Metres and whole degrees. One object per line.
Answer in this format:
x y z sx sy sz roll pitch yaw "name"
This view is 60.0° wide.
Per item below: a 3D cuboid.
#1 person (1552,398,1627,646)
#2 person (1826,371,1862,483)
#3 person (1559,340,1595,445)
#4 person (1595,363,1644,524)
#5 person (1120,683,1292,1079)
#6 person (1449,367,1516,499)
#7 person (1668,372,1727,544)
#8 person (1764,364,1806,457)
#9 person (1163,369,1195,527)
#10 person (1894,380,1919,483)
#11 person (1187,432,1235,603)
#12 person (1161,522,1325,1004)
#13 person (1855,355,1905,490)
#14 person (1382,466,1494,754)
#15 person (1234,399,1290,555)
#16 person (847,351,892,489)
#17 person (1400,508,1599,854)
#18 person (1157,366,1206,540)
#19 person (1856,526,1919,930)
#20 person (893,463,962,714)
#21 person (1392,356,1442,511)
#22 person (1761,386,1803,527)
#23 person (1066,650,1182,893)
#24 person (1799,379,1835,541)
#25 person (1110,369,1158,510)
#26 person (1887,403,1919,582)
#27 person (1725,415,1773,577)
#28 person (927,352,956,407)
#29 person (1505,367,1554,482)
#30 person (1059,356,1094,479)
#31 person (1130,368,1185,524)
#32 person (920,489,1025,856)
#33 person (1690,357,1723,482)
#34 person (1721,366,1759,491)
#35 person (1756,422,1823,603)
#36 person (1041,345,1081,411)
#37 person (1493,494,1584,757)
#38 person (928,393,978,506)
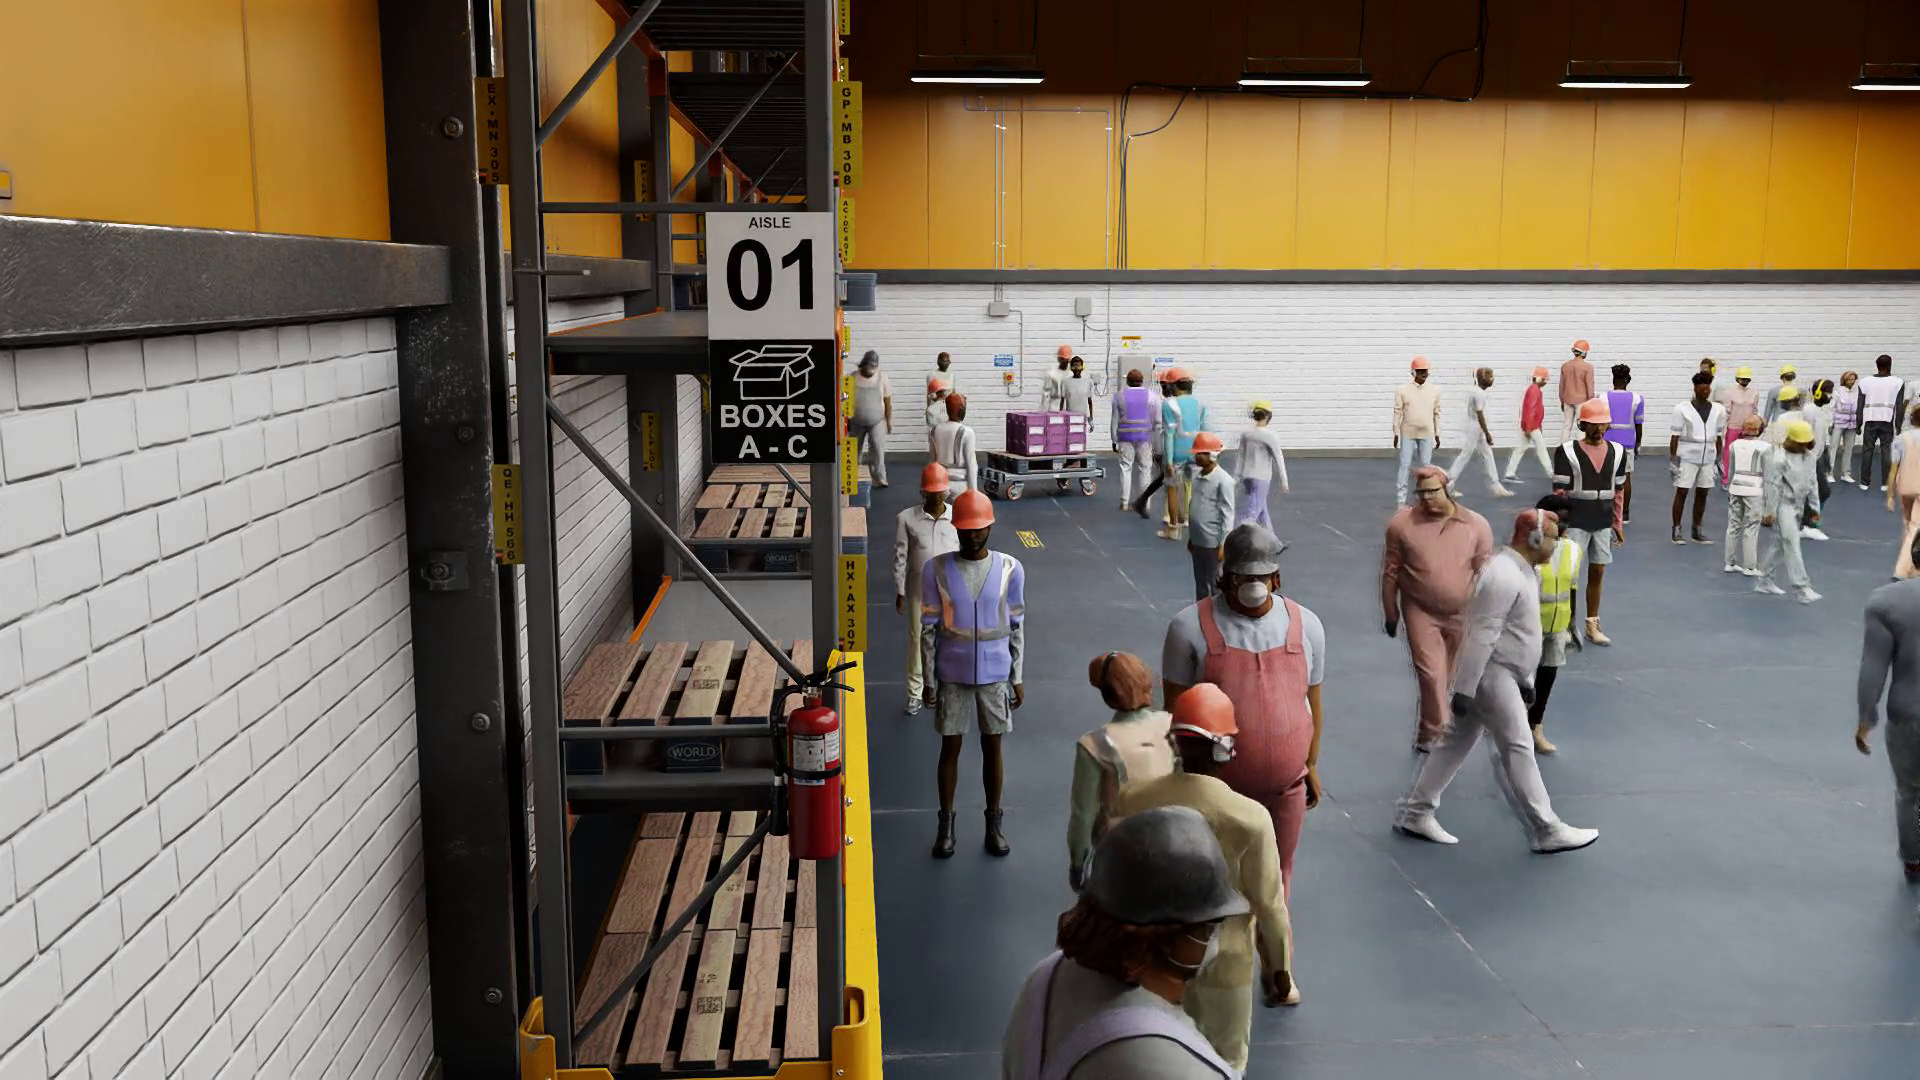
5.141 -0.140 13.588 0.614 2.042 0.373 -1 9 -4 "person"
12.941 -1.650 24.340 0.522 1.637 0.306 -1 9 -4 "person"
10.014 -2.249 26.978 0.385 1.993 0.624 -6 11 -34 "person"
8.008 -1.171 20.298 0.613 1.965 0.361 1 9 9 "person"
0.857 1.312 5.479 0.569 1.725 0.598 -8 12 -42 "person"
7.017 -1.441 22.537 0.976 1.799 0.507 4 10 26 "person"
8.315 -0.914 18.741 0.648 1.957 0.382 0 9 -1 "person"
12.174 -1.731 24.551 0.535 1.735 0.833 2 9 15 "person"
2.700 -1.101 20.112 0.445 1.911 0.662 -7 11 -37 "person"
13.850 -1.676 23.984 0.533 1.818 0.886 -1 9 -6 "person"
2.037 -0.026 13.776 0.342 1.748 0.572 -4 10 -23 "person"
1.189 0.930 6.875 0.688 2.000 0.539 -1 9 -4 "person"
12.996 -1.657 23.521 0.588 1.915 0.398 6 11 34 "person"
2.955 0.482 10.226 0.620 1.869 0.702 -1 9 -4 "person"
3.253 -0.634 17.715 0.910 1.704 0.566 -5 10 -29 "person"
-1.329 -1.750 23.708 0.715 2.000 0.879 0 9 -1 "person"
2.855 0.742 8.746 1.053 1.824 0.651 3 9 17 "person"
2.616 -0.950 18.817 0.627 2.010 0.863 -6 11 -32 "person"
4.661 0.843 7.946 0.660 1.863 1.065 6 11 33 "person"
-0.178 0.337 11.501 0.572 1.748 0.335 -1 9 -4 "person"
5.885 -1.365 21.422 0.622 1.996 0.370 1 9 4 "person"
9.838 -0.962 19.767 0.555 1.709 0.897 -4 10 -21 "person"
0.640 1.213 6.392 0.533 1.614 0.548 -5 10 -29 "person"
9.861 -0.910 19.029 0.503 1.847 0.580 7 11 36 "person"
2.257 -1.294 21.507 0.630 1.837 0.430 0 9 0 "person"
9.357 -0.447 16.305 0.964 1.808 0.506 -7 11 -36 "person"
7.963 -0.448 16.811 0.315 1.634 0.516 -4 10 -23 "person"
-0.280 -2.049 26.210 0.508 1.838 0.345 -4 10 -26 "person"
8.424 -1.668 24.251 0.915 1.692 0.572 2 9 13 "person"
1.696 -1.742 24.191 0.531 1.870 0.316 -1 9 -4 "person"
2.487 -1.161 20.464 0.831 1.913 0.550 3 10 20 "person"
0.069 0.695 8.673 0.551 1.936 0.357 -1 9 -4 "person"
10.958 -1.768 24.432 0.778 1.848 0.524 -4 10 -23 "person"
10.963 -1.560 23.371 0.533 1.768 0.311 -1 9 -4 "person"
7.778 -0.262 15.482 0.476 1.684 0.874 -5 10 -27 "person"
1.511 -2.016 25.574 0.602 1.999 0.983 -4 10 -25 "person"
3.617 0.542 10.465 0.627 1.682 0.324 -2 9 -15 "person"
-0.055 -0.503 16.367 0.581 1.883 0.343 8 12 42 "person"
